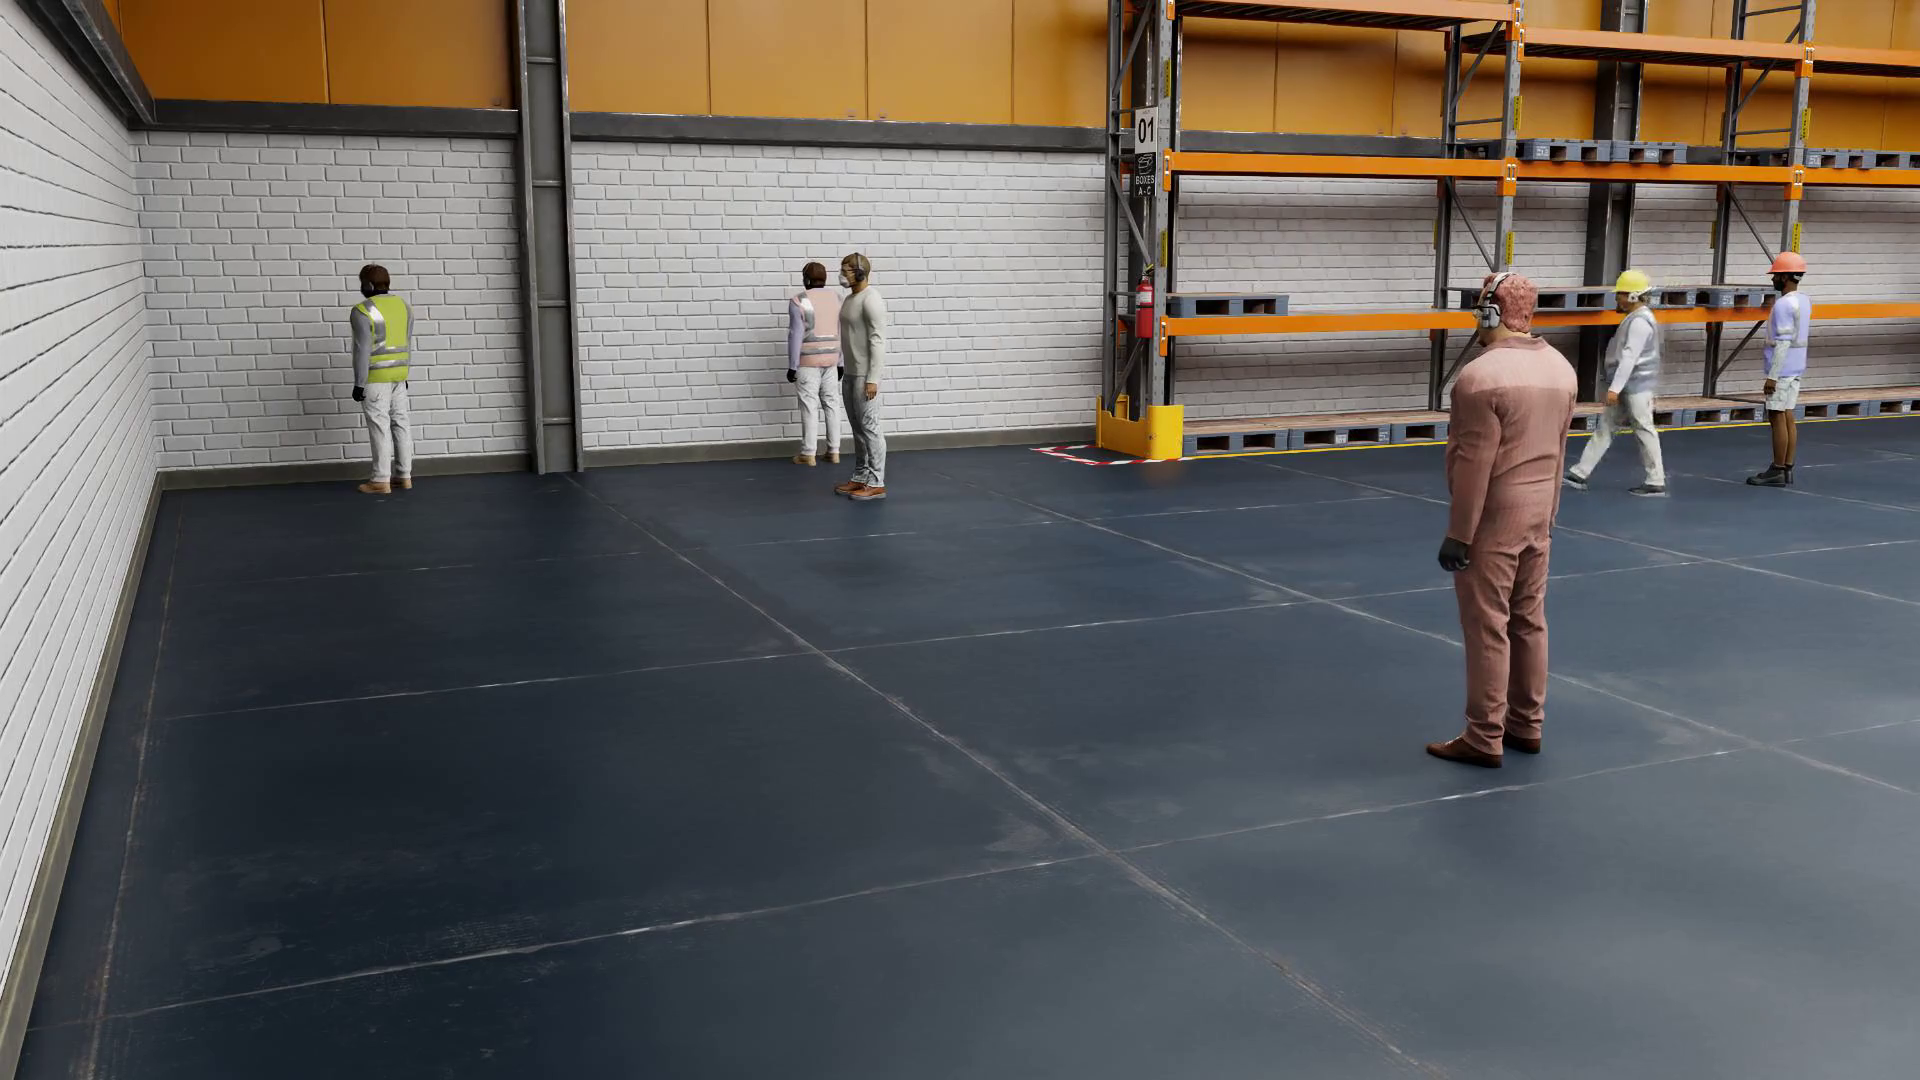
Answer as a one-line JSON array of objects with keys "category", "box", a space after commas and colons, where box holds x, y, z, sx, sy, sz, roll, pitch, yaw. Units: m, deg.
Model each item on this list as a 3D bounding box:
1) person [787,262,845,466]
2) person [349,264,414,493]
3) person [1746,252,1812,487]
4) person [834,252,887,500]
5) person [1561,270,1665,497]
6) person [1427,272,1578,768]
[{"category": "person", "box": [-1.315, -1.599, 15.125, 0.636, 1.842, 0.429, -8, 13, -39]}, {"category": "person", "box": [-4.687, -1.298, 13.448, 0.429, 1.844, 0.627, 4, 11, 20]}, {"category": "person", "box": [6.794, -1.406, 13.781, 0.358, 1.936, 0.552, 9, 14, 42]}, {"category": "person", "box": [-0.777, -1.287, 13.116, 0.352, 1.937, 0.635, -4, 11, -23]}, {"category": "person", "box": [5.232, -1.237, 13.254, 0.903, 1.788, 0.595, 2, 10, 13]}, {"category": "person", "box": [2.080, -0.077, 6.465, 0.652, 1.906, 0.402, -8, 13, -37]}]
